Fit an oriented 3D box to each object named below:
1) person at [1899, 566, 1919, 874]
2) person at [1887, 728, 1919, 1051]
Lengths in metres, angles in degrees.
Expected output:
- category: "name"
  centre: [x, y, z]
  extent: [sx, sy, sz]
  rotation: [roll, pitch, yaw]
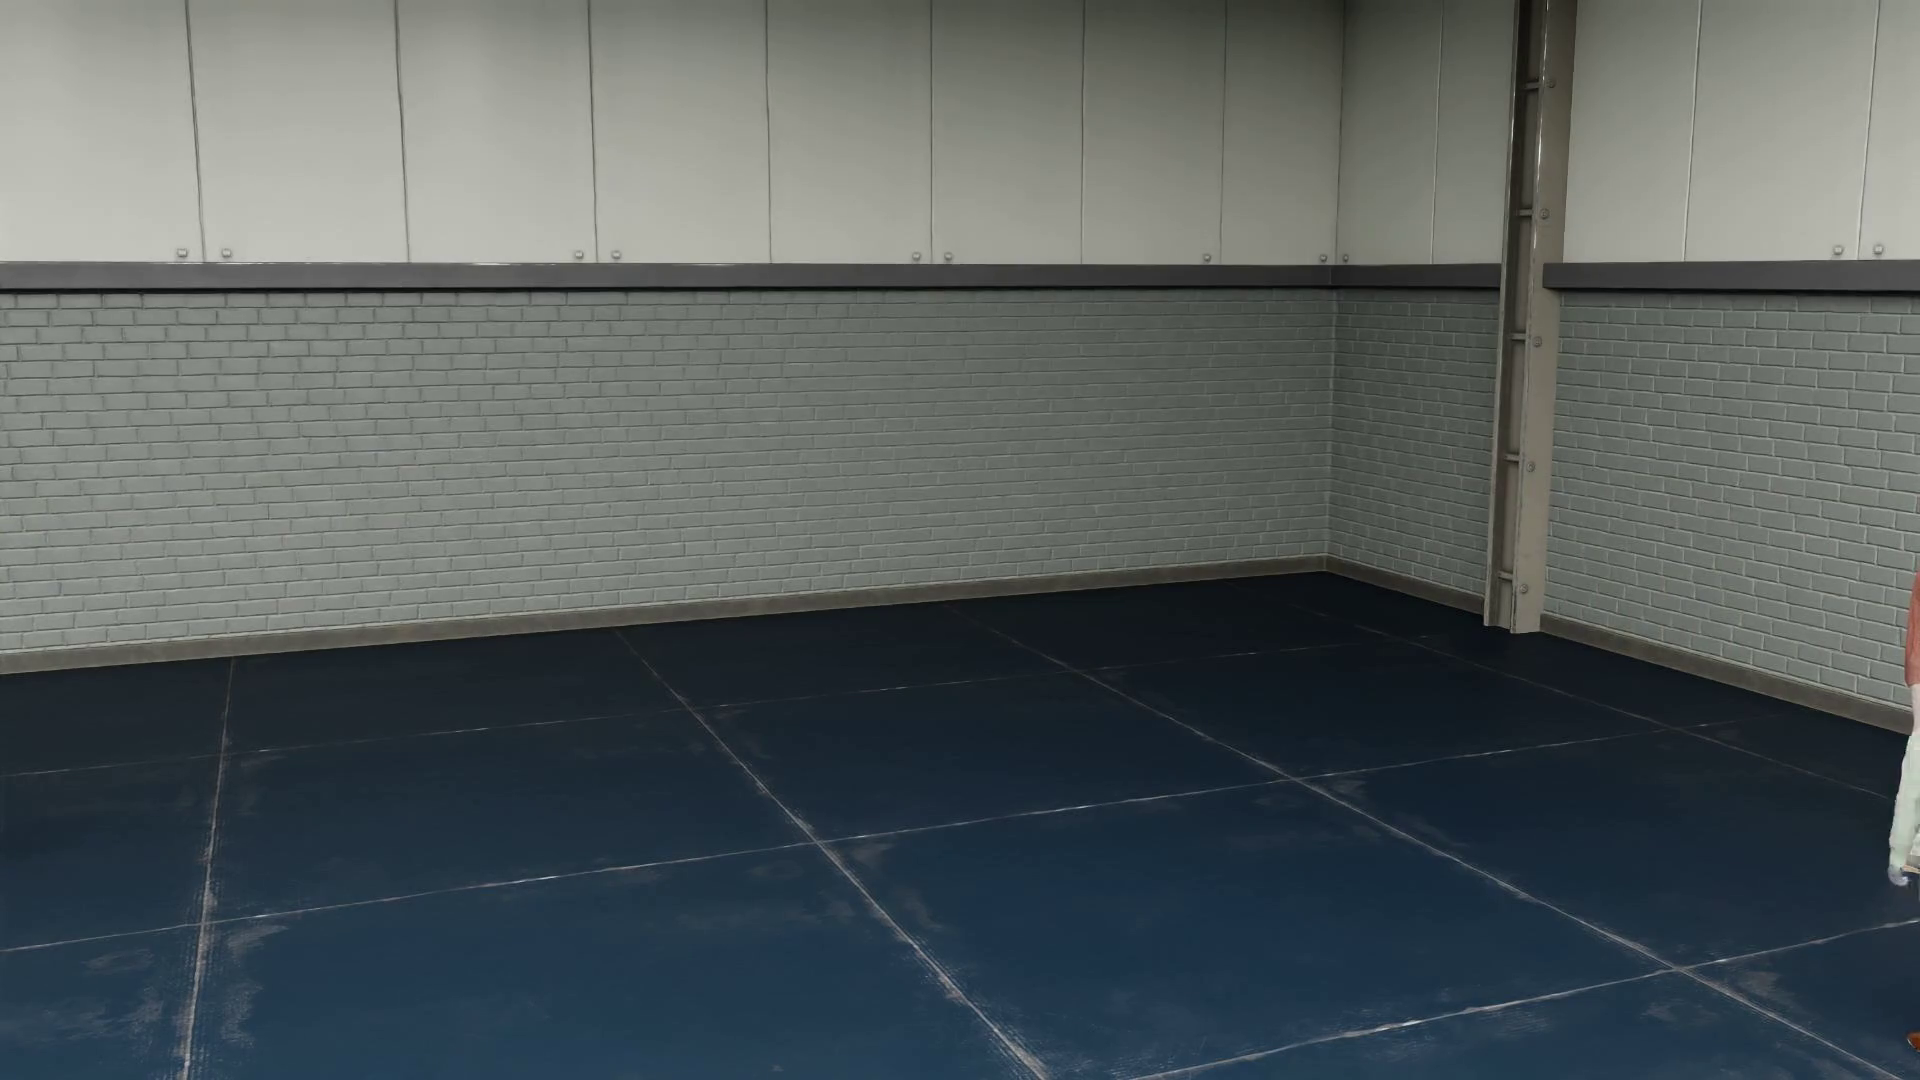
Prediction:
- category: "person"
  centre: [5.006, 0.709, 8.439]
  extent: [0.393, 1.985, 0.611]
  rotation: [7, 11, 36]
- category: "person"
  centre: [3.841, 1.216, 6.390]
  extent: [0.522, 1.616, 0.347]
  rotation: [0, 9, 1]
